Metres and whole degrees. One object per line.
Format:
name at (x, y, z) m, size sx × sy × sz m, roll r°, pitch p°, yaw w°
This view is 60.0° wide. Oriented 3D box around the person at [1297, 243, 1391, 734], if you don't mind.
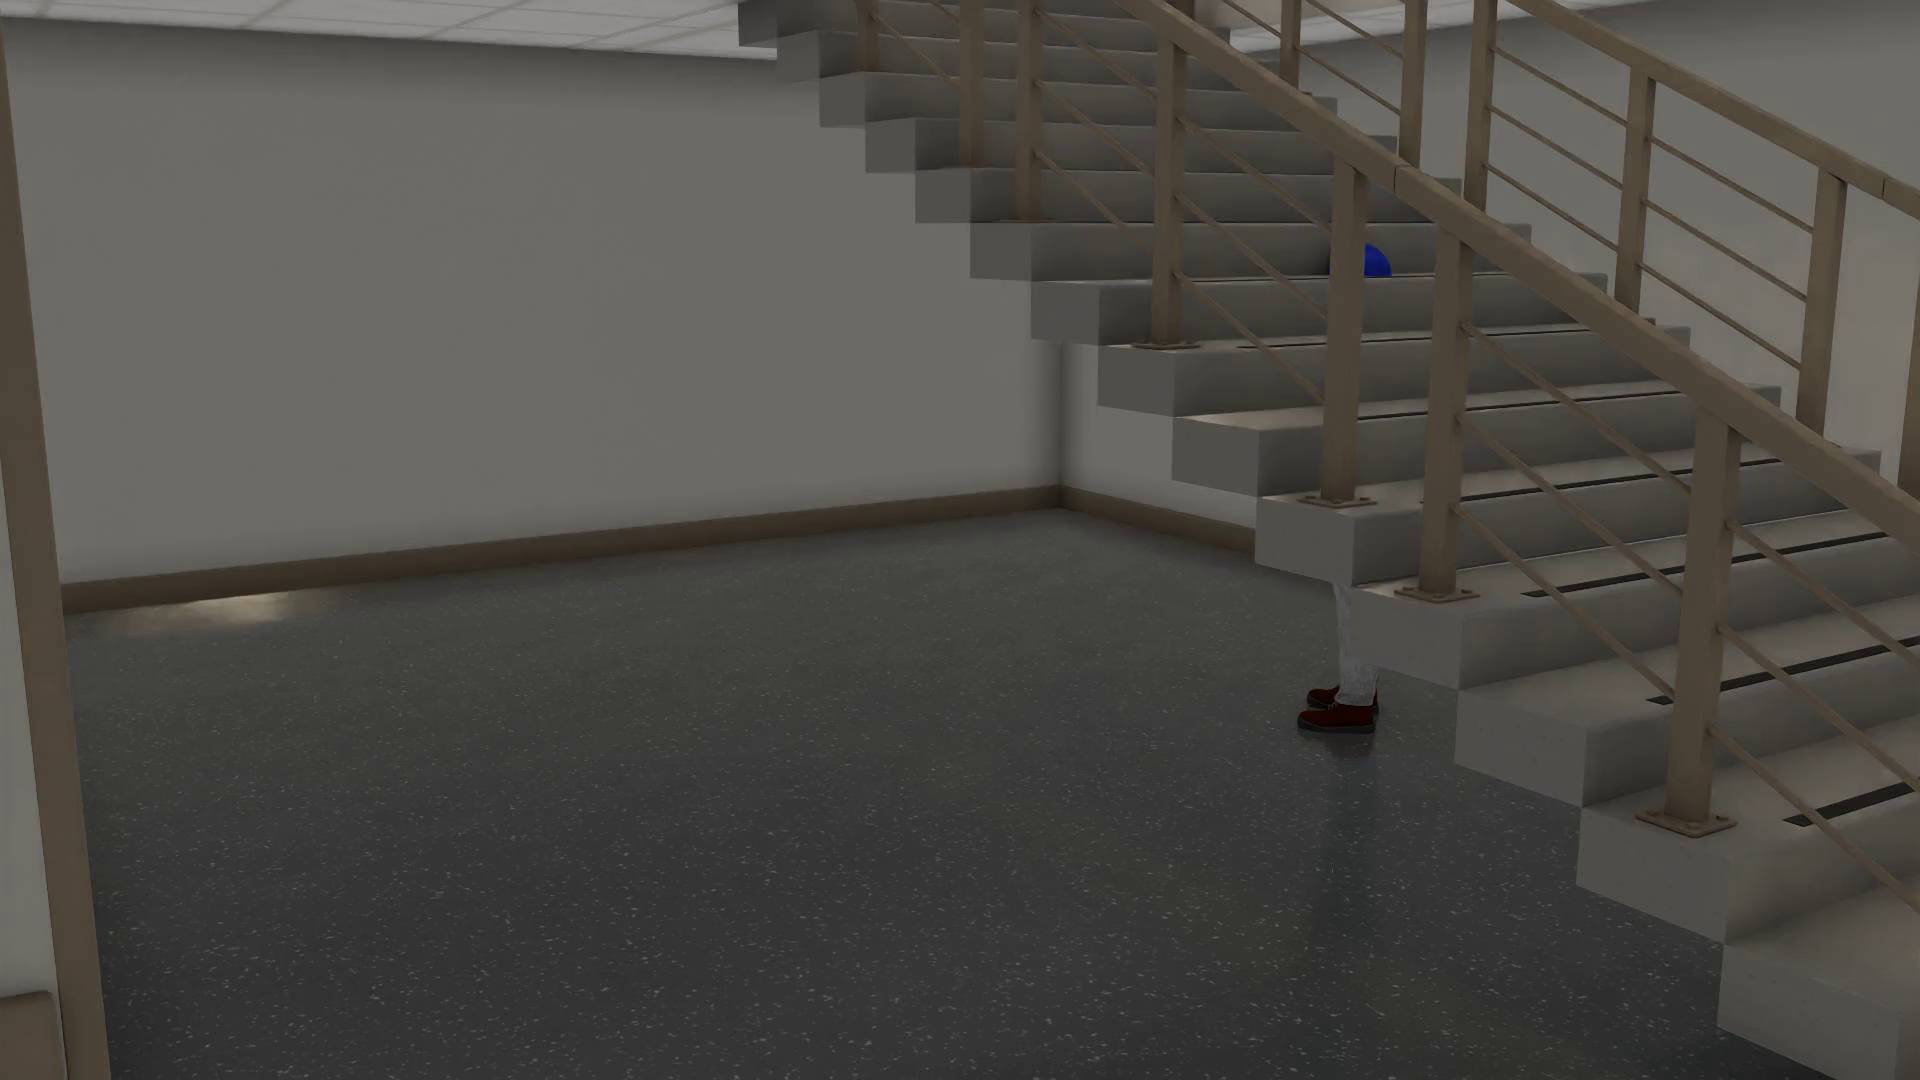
person at (1.579, -0.202, 6.647) m, size 0.388 × 1.947 × 0.614 m, roll 4°, pitch 11°, yaw 20°
